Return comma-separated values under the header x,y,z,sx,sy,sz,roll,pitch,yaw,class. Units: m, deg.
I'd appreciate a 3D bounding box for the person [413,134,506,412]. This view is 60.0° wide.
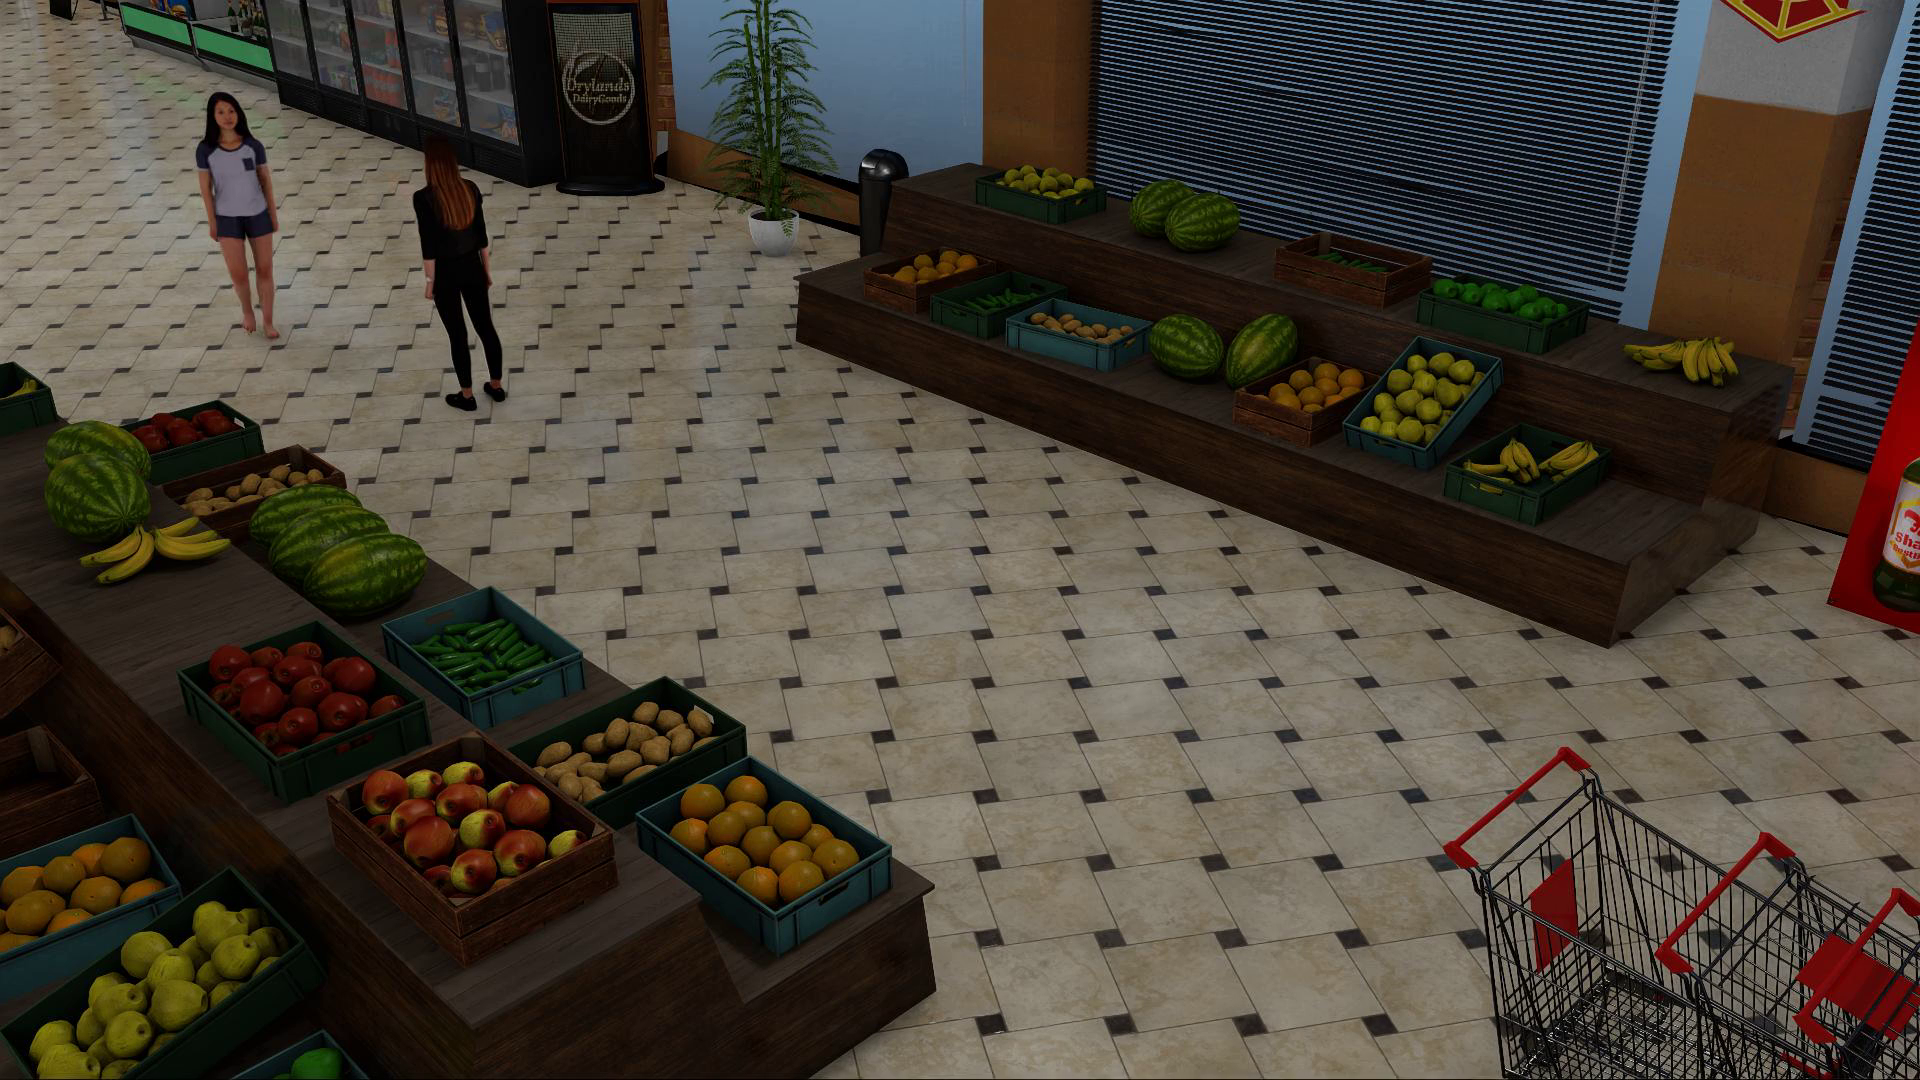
x,y,z,sx,sy,sz,roll,pitch,yaw,class
-3.103,-1.649,10.302,0.595,1.712,0.527,-22,34,-37,person

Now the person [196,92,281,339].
x,y,z,sx,sy,sz,roll,pitch,yaw,class
-4.973,-2.248,11.496,0.654,1.700,0.648,-17,31,-29,person
